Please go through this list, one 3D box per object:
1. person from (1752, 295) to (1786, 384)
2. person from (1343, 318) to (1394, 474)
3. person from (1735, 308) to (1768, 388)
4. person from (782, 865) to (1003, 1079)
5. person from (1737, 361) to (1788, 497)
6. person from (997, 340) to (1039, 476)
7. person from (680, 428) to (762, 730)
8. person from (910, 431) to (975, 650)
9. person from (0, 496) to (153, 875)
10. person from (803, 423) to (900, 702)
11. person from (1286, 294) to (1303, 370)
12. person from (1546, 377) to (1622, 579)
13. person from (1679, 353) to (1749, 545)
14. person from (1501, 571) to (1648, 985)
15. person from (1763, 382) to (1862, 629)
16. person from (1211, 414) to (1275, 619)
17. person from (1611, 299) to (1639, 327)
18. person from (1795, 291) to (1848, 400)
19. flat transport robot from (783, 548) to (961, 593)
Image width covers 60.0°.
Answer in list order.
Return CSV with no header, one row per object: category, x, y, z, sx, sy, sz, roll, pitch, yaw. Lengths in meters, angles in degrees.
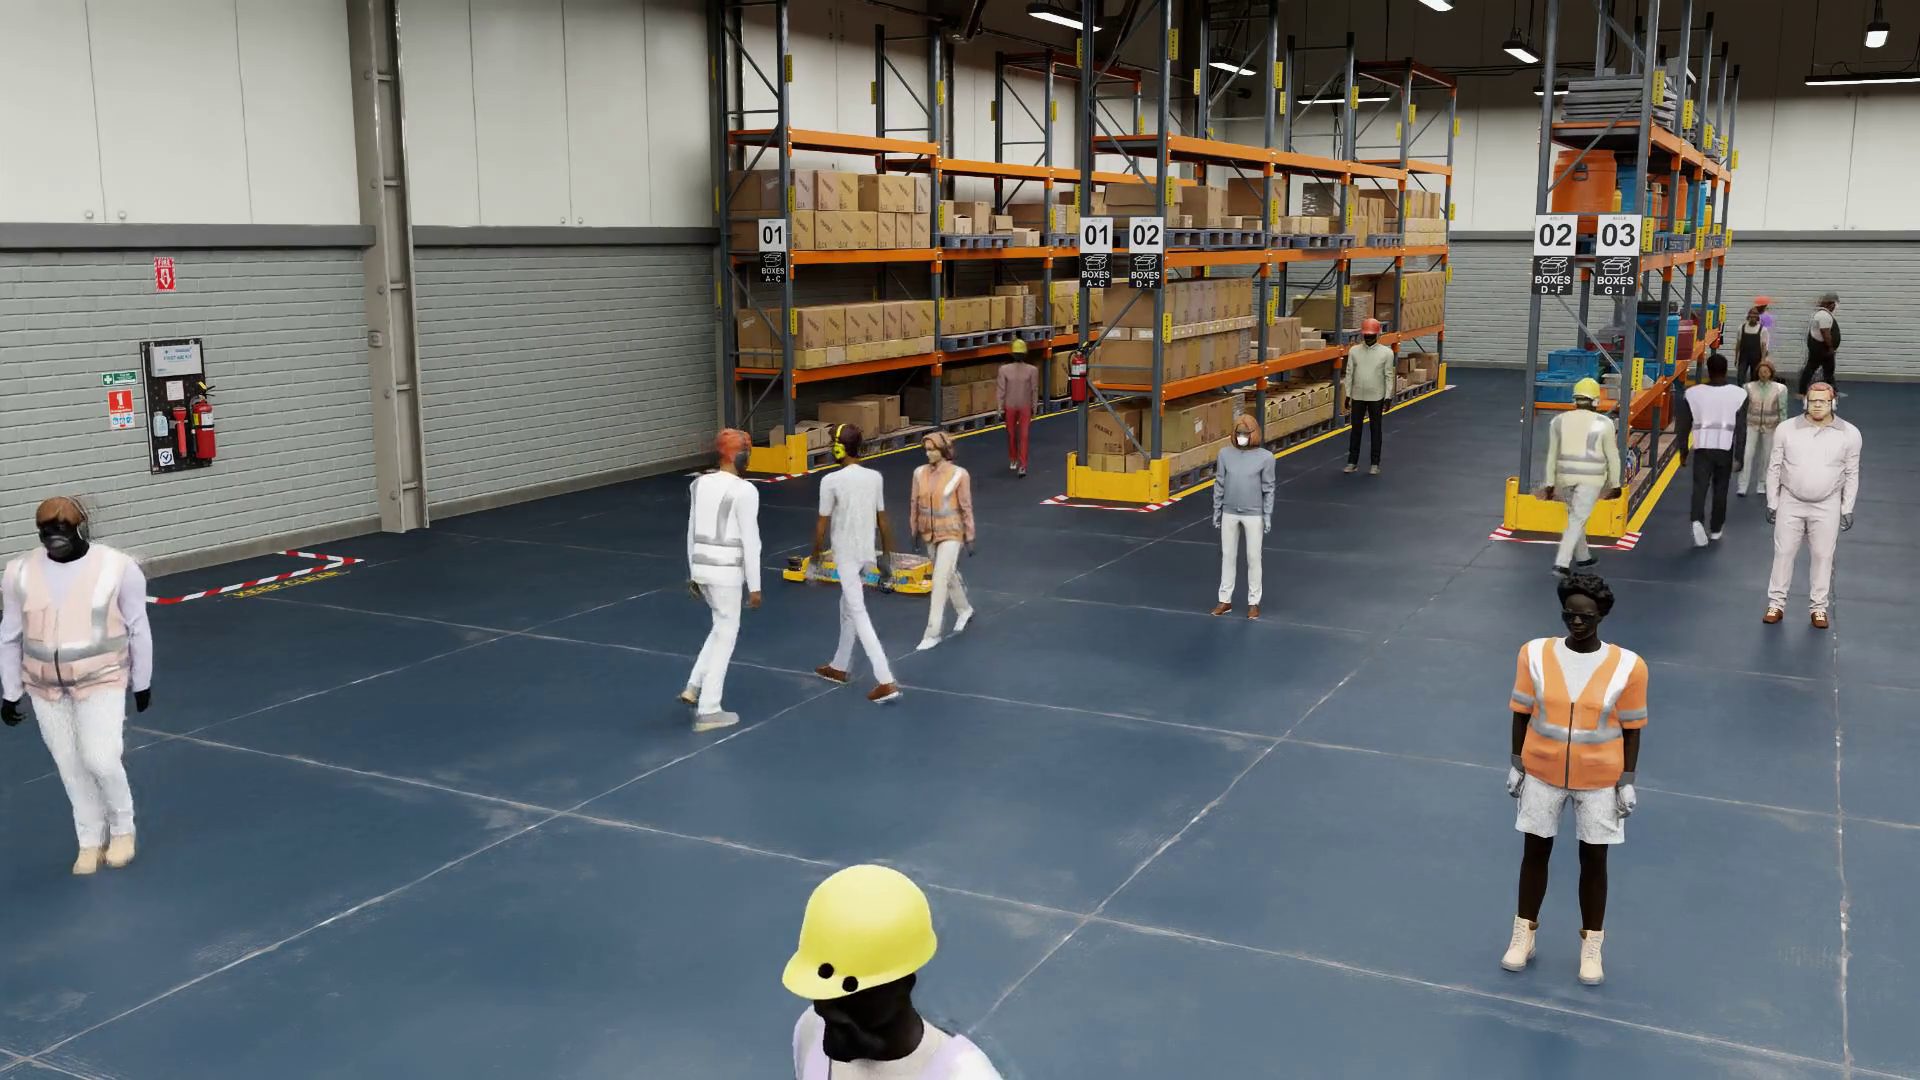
person,15.368,-3.716,31.732,0.701,1.913,0.563,2,11,12
person,5.199,-1.833,21.212,0.609,1.993,0.384,5,12,27
person,13.720,-3.127,28.857,0.510,1.792,0.964,7,12,33
person,-0.135,1.522,3.155,0.591,1.909,0.426,10,14,43
person,9.314,-1.287,19.331,0.522,1.578,0.829,5,12,27
person,0.749,-1.708,21.290,0.523,1.719,0.944,1,10,5
person,-1.498,0.238,10.325,0.549,1.850,0.611,-10,14,-42
person,-0.105,-0.029,12.496,0.526,1.605,0.855,8,13,36
person,-4.190,0.696,7.878,0.638,1.825,0.456,-1,10,-5
person,-0.692,0.140,10.971,0.952,1.823,0.512,9,14,41
person,7.072,-4.228,34.753,0.614,1.815,0.504,4,11,20
person,5.528,-0.550,14.807,0.942,1.790,0.597,-9,13,-39
person,7.433,-0.897,16.444,0.606,1.884,0.896,5,12,27
person,2.497,0.961,6.786,0.532,1.697,0.319,5,12,27
person,6.605,-0.270,12.928,0.638,1.909,0.408,5,12,27
person,2.249,-0.190,13.238,0.498,1.632,0.286,5,12,27
person,13.163,-3.947,33.137,0.673,1.871,1.104,-2,11,-12
person,15.941,-3.574,30.574,0.962,2.000,0.691,6,12,31
flat transport robot,-0.771,0.253,14.536,1.431,0.197,0.652,5,12,27
